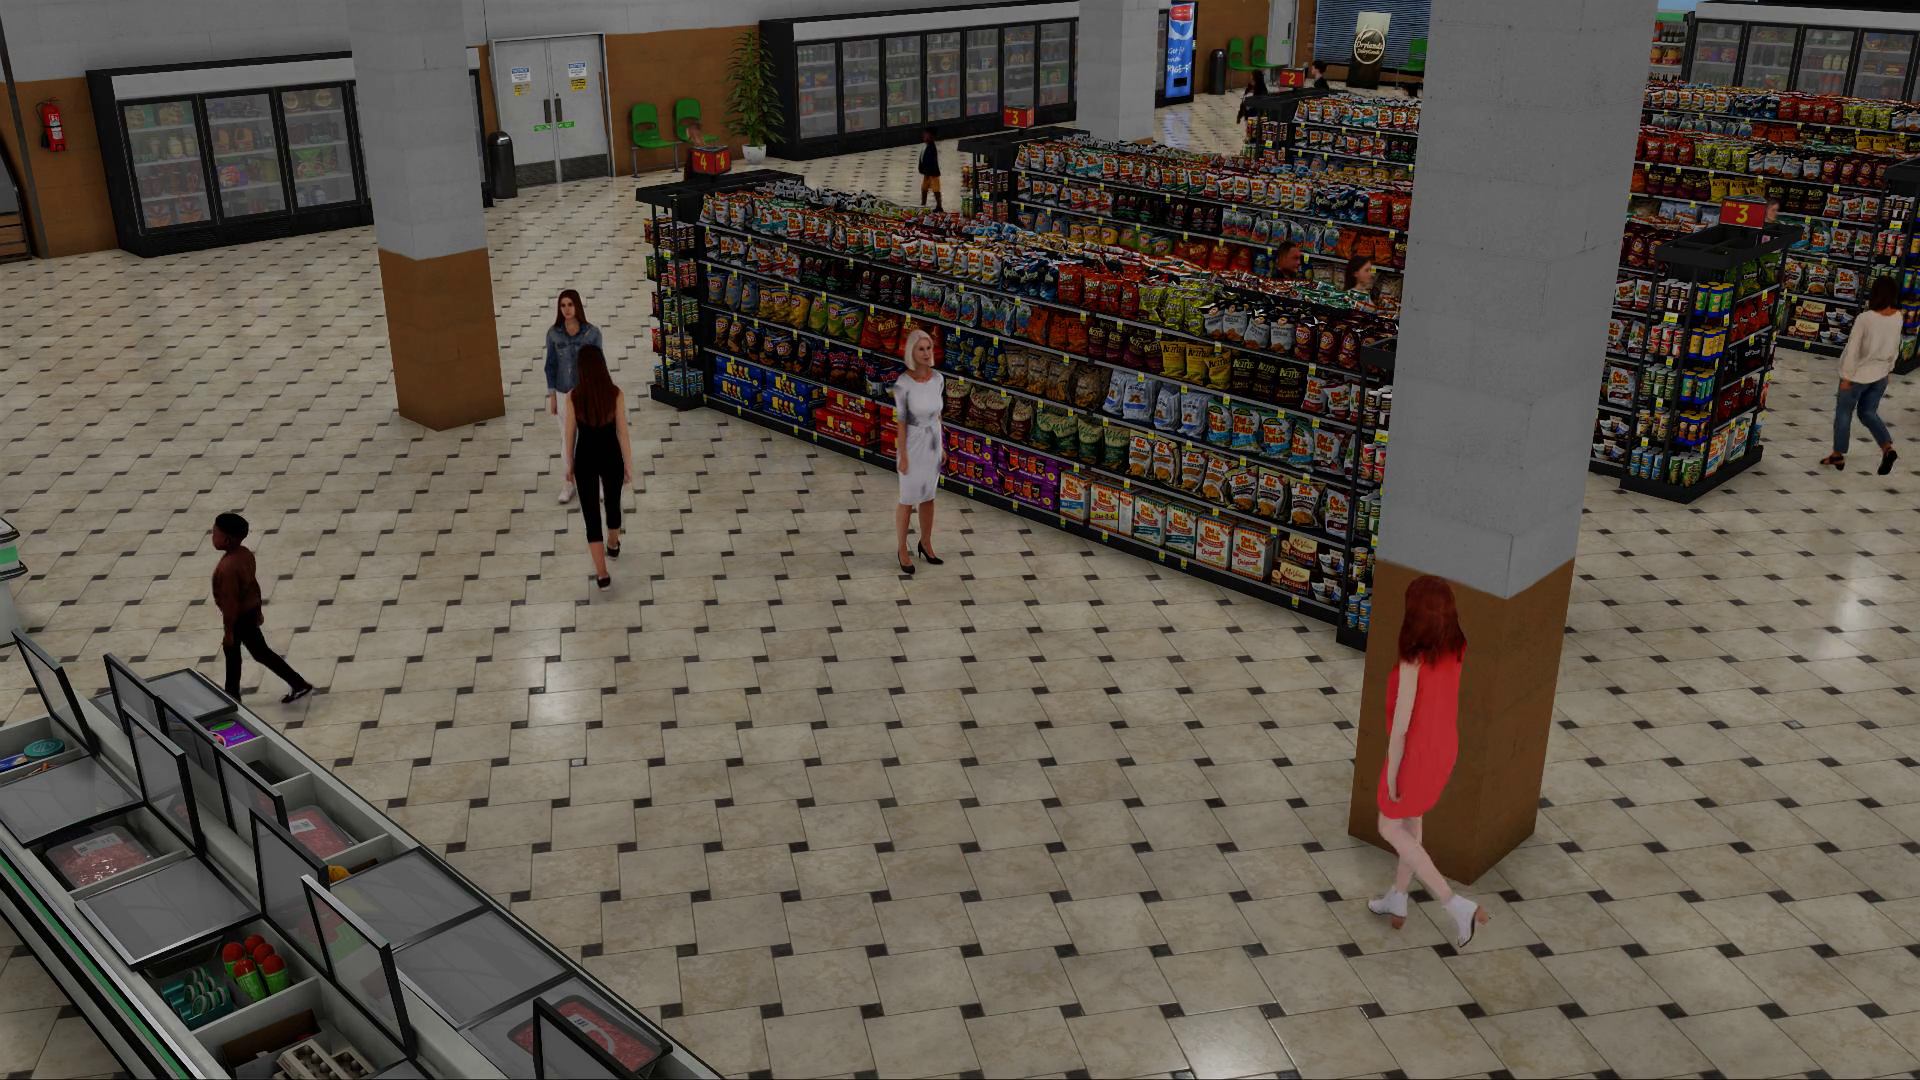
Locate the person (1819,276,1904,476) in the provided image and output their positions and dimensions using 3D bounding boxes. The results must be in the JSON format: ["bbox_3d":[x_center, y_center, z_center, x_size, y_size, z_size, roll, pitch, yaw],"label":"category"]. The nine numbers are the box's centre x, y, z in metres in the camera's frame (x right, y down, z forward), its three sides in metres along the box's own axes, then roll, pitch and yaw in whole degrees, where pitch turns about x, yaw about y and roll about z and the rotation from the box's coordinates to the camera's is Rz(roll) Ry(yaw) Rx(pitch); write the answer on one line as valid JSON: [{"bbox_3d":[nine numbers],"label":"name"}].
[{"bbox_3d":[7.420,-1.299,13.523,0.912,1.662,1.049,-5,22,-13],"label":"person"}]

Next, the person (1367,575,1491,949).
[{"bbox_3d":[2.133,1.051,7.479,0.694,1.807,0.972,-15,26,-32],"label":"person"}]

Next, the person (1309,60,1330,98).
[{"bbox_3d":[5.850,-6.738,26.806,1.307,1.850,1.065,6,23,14],"label":"person"}]

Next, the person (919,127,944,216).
[{"bbox_3d":[-0.351,-5.361,24.176,0.728,1.256,0.704,-7,23,-17],"label":"person"}]

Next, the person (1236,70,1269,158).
[{"bbox_3d":[5.049,-7.119,28.115,0.864,1.582,0.984,-11,24,-25],"label":"person"}]

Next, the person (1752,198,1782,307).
[{"bbox_3d":[7.976,-2.596,16.717,0.538,1.687,0.595,19,29,39],"label":"person"}]

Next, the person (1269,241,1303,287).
[{"bbox_3d":[2.552,-1.527,13.812,0.806,1.869,1.282,-15,26,-33],"label":"person"}]

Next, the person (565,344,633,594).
[{"bbox_3d":[-2.488,-0.461,11.412,0.998,1.680,1.192,-5,22,-11],"label":"person"}]

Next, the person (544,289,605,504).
[{"bbox_3d":[-3.007,-1.138,13.067,0.688,1.703,0.715,-3,22,-7],"label":"person"}]

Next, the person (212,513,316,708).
[{"bbox_3d":[-4.149,0.440,9.769,0.913,1.234,0.899,-2,22,-6],"label":"person"}]

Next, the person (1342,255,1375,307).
[{"bbox_3d":[3.355,-1.607,14.252,0.654,1.688,0.674,9,24,22],"label":"person"}]

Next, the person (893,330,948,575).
[{"bbox_3d":[-0.288,-0.636,11.752,0.578,1.750,0.519,-18,28,-37],"label":"person"}]

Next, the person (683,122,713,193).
[{"bbox_3d":[-3.294,-4.528,21.521,0.901,1.689,0.780,10,24,23],"label":"person"}]
